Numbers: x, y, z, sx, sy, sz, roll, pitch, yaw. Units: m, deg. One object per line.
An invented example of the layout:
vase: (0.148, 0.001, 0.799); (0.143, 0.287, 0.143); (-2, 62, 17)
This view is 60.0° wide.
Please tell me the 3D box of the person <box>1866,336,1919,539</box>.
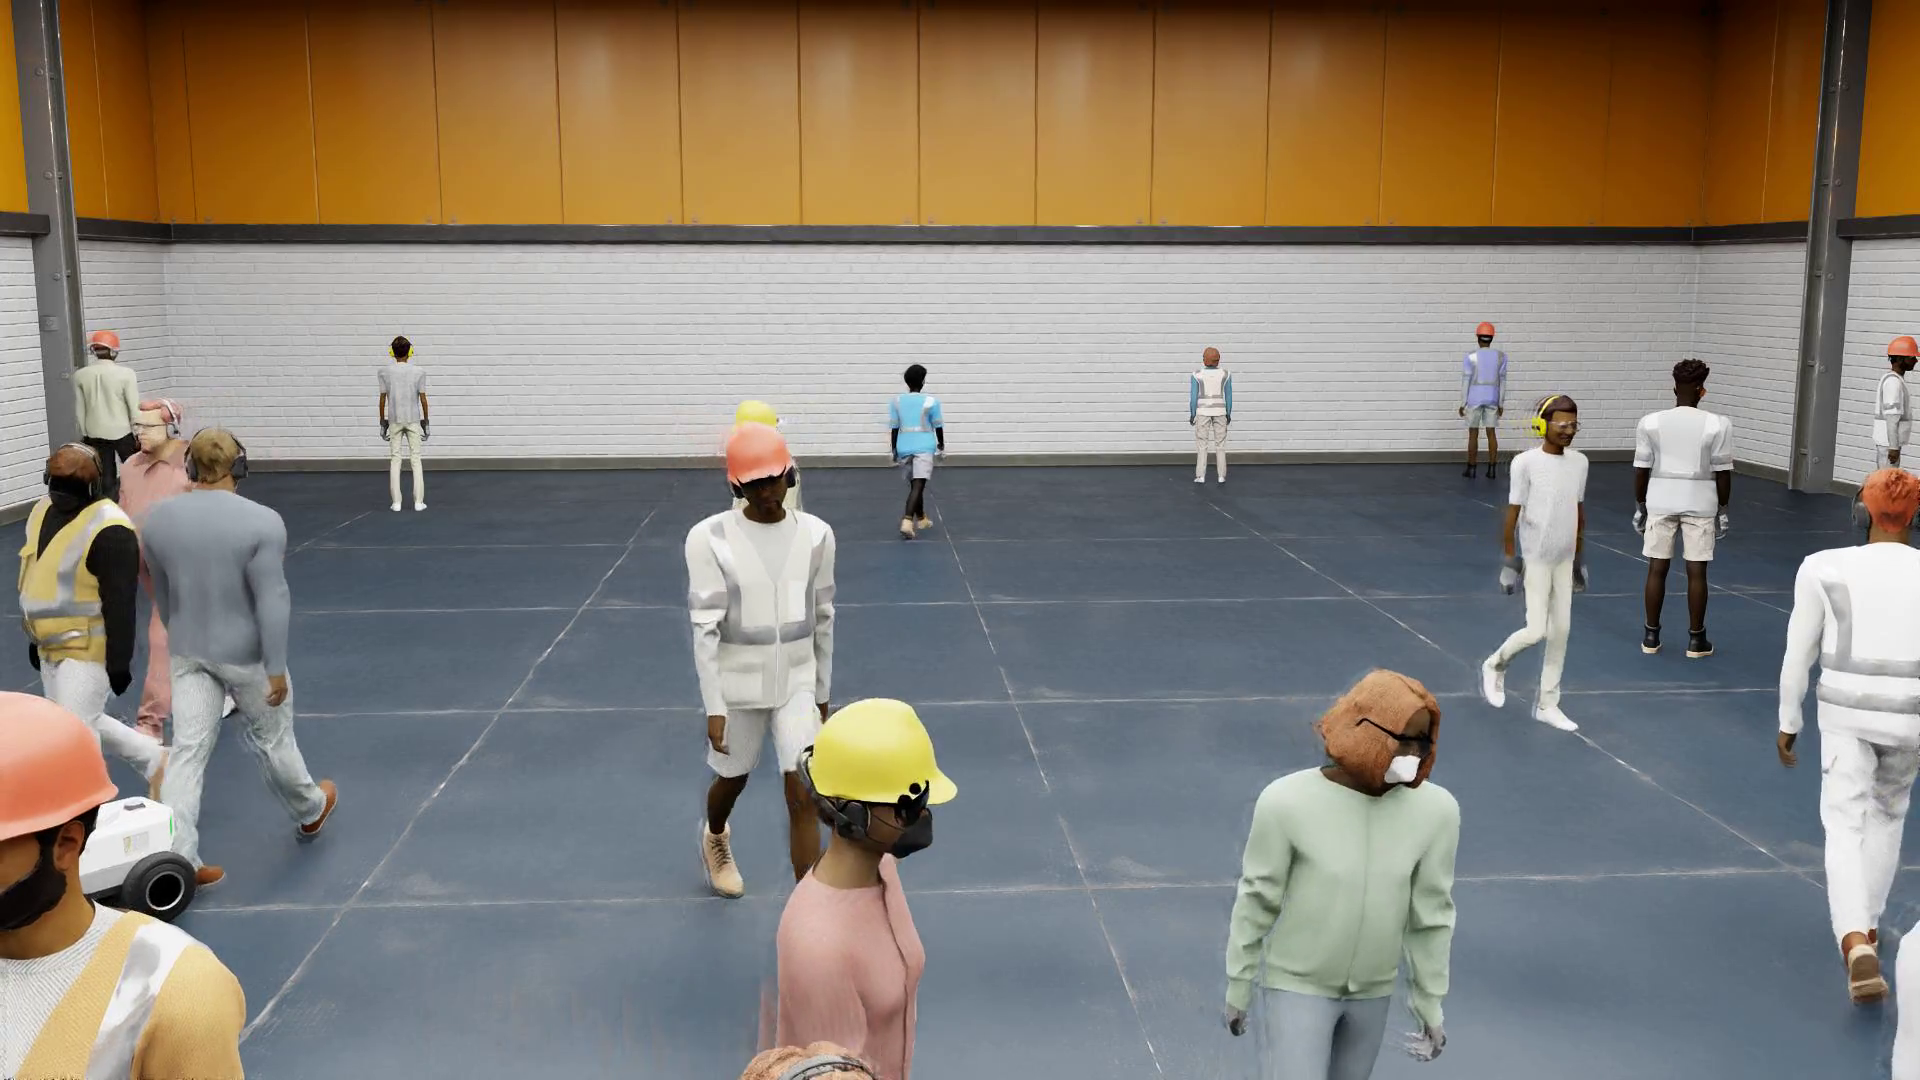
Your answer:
person: (8.692, -0.922, 15.469); (0.356, 1.936, 0.551); (4, 10, 25)

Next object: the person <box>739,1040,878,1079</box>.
person: (-0.151, 1.388, 2.051); (0.547, 1.588, 0.886); (-5, 10, -27)

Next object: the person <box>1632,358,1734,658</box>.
person: (4.739, -0.208, 10.924); (0.602, 1.958, 0.381); (6, 11, 32)

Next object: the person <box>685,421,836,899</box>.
person: (-0.767, 0.520, 6.303); (0.599, 1.994, 1.063); (-4, 10, -25)

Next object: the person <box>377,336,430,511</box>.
person: (-5.901, -1.229, 17.672); (0.510, 1.858, 0.323); (-2, 9, -15)

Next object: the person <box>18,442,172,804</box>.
person: (-3.749, 0.456, 7.237); (0.656, 1.805, 0.681); (7, 11, 37)

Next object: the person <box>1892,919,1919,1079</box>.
person: (1.664, 1.166, 2.643); (0.542, 1.847, 0.649); (1, 9, 4)

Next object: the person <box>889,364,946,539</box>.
person: (-0.436, -0.858, 15.950); (0.525, 1.657, 0.893); (4, 10, 26)

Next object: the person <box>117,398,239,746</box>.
person: (-4.253, 0.152, 9.004); (0.648, 1.860, 1.006); (5, 10, 27)

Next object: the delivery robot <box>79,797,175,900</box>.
delivery robot: (-3.390, 1.178, 6.320); (0.477, 0.478, 0.707); (7, 11, 37)

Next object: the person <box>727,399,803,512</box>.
person: (-1.101, 0.096, 9.524); (0.523, 1.825, 0.617); (-4, 10, -24)

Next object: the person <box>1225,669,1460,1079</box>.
person: (0.898, 1.077, 3.942); (0.517, 1.604, 0.409); (-2, 9, -15)

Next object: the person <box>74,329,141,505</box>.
person: (-8.258, -1.052, 16.146); (0.636, 1.980, 0.564); (0, 9, 0)

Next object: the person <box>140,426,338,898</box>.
person: (-3.035, 0.468, 6.935); (0.629, 1.878, 1.054); (1, 9, 5)

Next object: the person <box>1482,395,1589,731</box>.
person: (3.248, 0.116, 9.251); (0.514, 1.851, 0.531); (-4, 10, -22)

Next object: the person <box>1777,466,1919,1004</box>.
person: (3.218, 0.663, 5.854); (0.587, 1.846, 0.942); (3, 10, 20)

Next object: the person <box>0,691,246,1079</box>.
person: (-1.287, 1.159, 2.404); (0.548, 1.937, 0.379); (2, 9, 12)

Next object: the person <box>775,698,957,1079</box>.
person: (-0.189, 1.142, 3.088); (0.394, 1.751, 0.522); (2, 9, 15)

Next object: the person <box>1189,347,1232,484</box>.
person: (3.005, -1.485, 19.935); (0.514, 1.642, 0.310); (0, 9, -1)

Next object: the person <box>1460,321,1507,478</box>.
person: (6.440, -1.724, 20.515); (0.549, 1.935, 0.371); (0, 9, -1)
